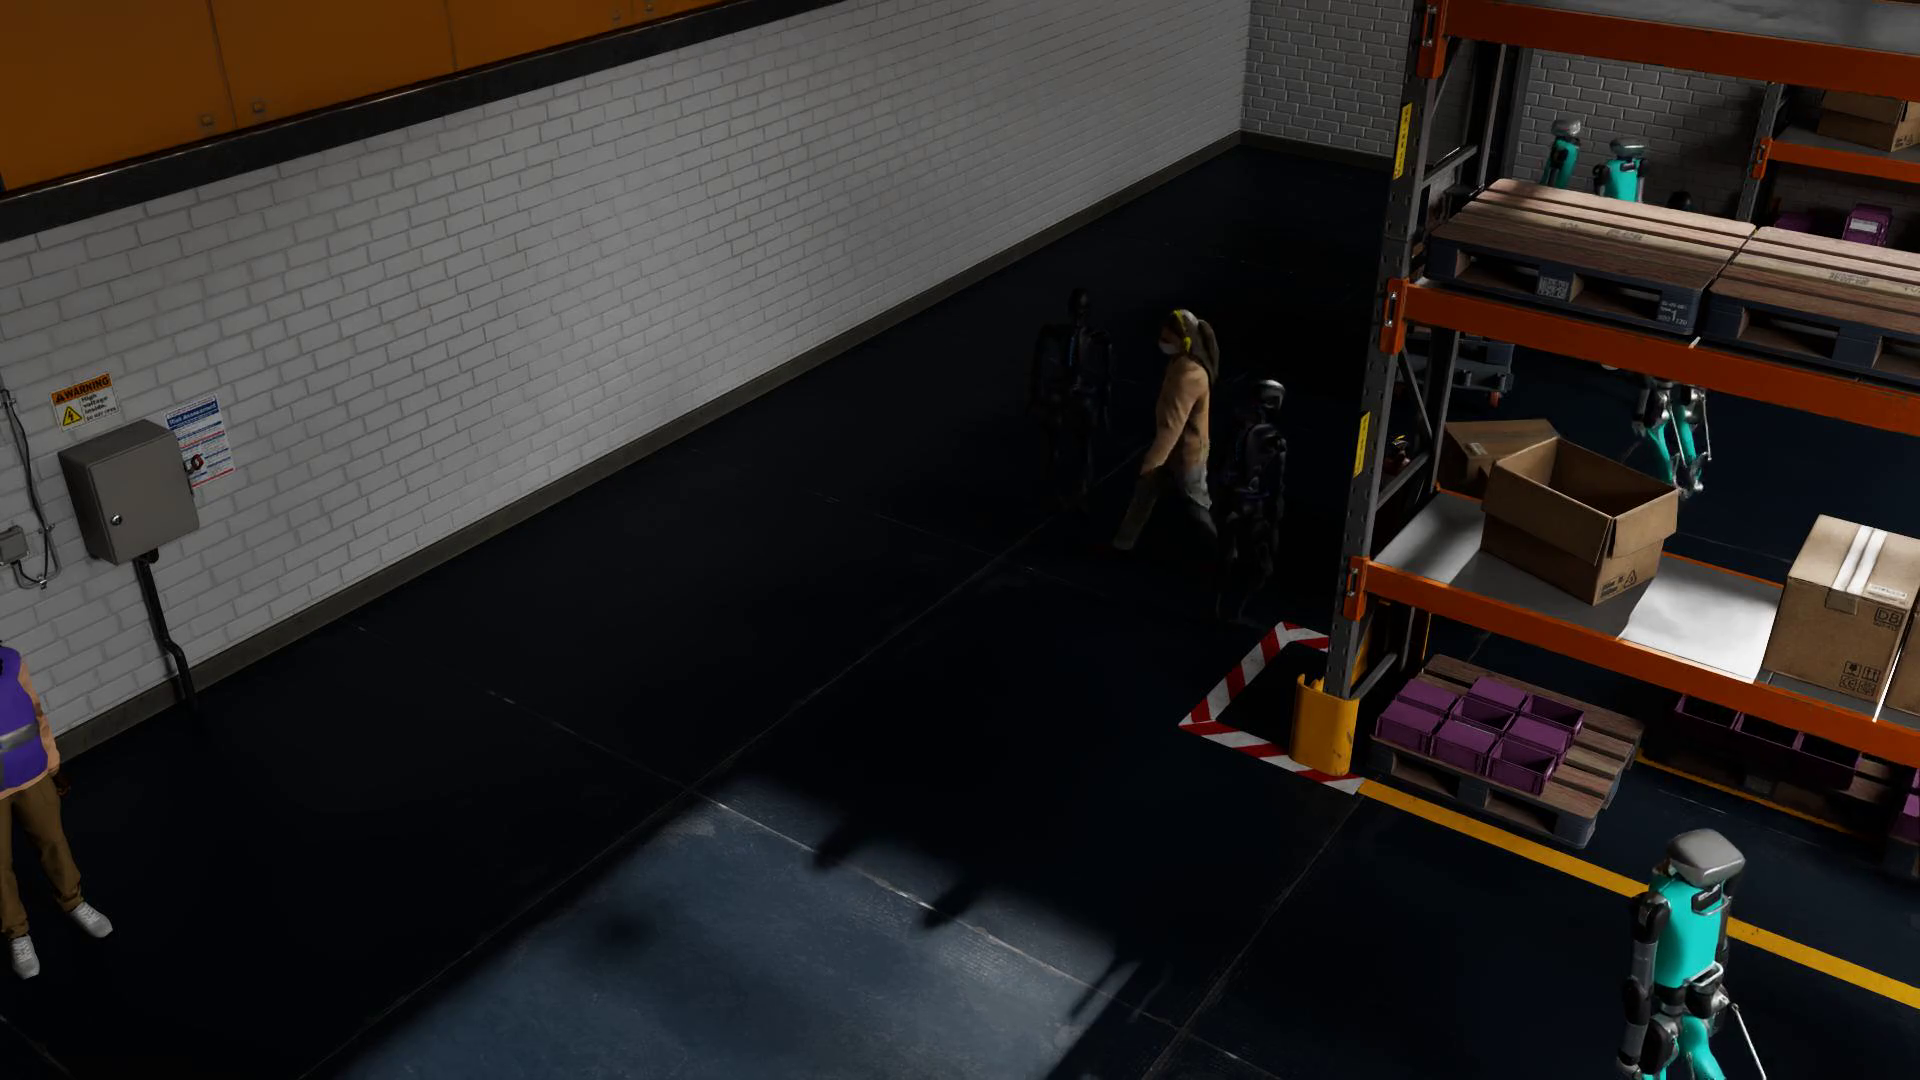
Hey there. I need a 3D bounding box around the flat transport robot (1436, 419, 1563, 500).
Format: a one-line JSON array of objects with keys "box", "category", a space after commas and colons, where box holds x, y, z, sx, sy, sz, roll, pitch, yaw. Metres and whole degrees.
[{"box": [3.575, 0.200, 10.693, 1.431, 0.231, 0.659, -2, 30, -4], "category": "flat transport robot"}]

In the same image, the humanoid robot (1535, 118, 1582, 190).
[{"box": [4.878, -2.803, 14.404, 0.711, 1.758, 0.531, 16, 34, 26], "category": "humanoid robot"}]

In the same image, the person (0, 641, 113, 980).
[{"box": [-4.336, 1.080, 7.503, 0.408, 1.931, 0.535, 23, 37, 34], "category": "person"}]

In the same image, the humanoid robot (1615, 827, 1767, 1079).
[{"box": [2.798, 1.995, 6.223, 0.544, 1.896, 0.763, -18, 34, -28], "category": "humanoid robot"}]

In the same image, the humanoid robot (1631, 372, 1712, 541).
[{"box": [4.753, -0.758, 10.909, 0.555, 1.805, 0.805, -9, 31, -15], "category": "humanoid robot"}]

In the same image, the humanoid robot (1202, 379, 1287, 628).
[{"box": [1.703, -0.196, 9.978, 0.379, 1.644, 0.612, -16, 34, -26], "category": "humanoid robot"}]

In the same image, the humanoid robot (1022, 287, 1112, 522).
[{"box": [0.702, -0.892, 11.186, 0.607, 1.649, 0.457, 6, 30, 10], "category": "humanoid robot"}]

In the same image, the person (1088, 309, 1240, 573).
[{"box": [1.388, -0.605, 10.548, 0.978, 1.823, 0.530, -1, 30, -2], "category": "person"}]

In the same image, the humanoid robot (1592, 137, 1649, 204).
[{"box": [5.481, -2.350, 13.646, 0.538, 1.775, 0.755, -13, 32, -22], "category": "humanoid robot"}]

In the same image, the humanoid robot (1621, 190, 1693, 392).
[{"box": [5.467, -1.888, 12.942, 0.600, 1.644, 0.689, -4, 30, -6], "category": "humanoid robot"}]

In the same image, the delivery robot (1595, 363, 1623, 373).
[{"box": [5.561, -1.677, 13.681, 0.791, 0.614, 0.499, 5, 30, 8], "category": "delivery robot"}]
